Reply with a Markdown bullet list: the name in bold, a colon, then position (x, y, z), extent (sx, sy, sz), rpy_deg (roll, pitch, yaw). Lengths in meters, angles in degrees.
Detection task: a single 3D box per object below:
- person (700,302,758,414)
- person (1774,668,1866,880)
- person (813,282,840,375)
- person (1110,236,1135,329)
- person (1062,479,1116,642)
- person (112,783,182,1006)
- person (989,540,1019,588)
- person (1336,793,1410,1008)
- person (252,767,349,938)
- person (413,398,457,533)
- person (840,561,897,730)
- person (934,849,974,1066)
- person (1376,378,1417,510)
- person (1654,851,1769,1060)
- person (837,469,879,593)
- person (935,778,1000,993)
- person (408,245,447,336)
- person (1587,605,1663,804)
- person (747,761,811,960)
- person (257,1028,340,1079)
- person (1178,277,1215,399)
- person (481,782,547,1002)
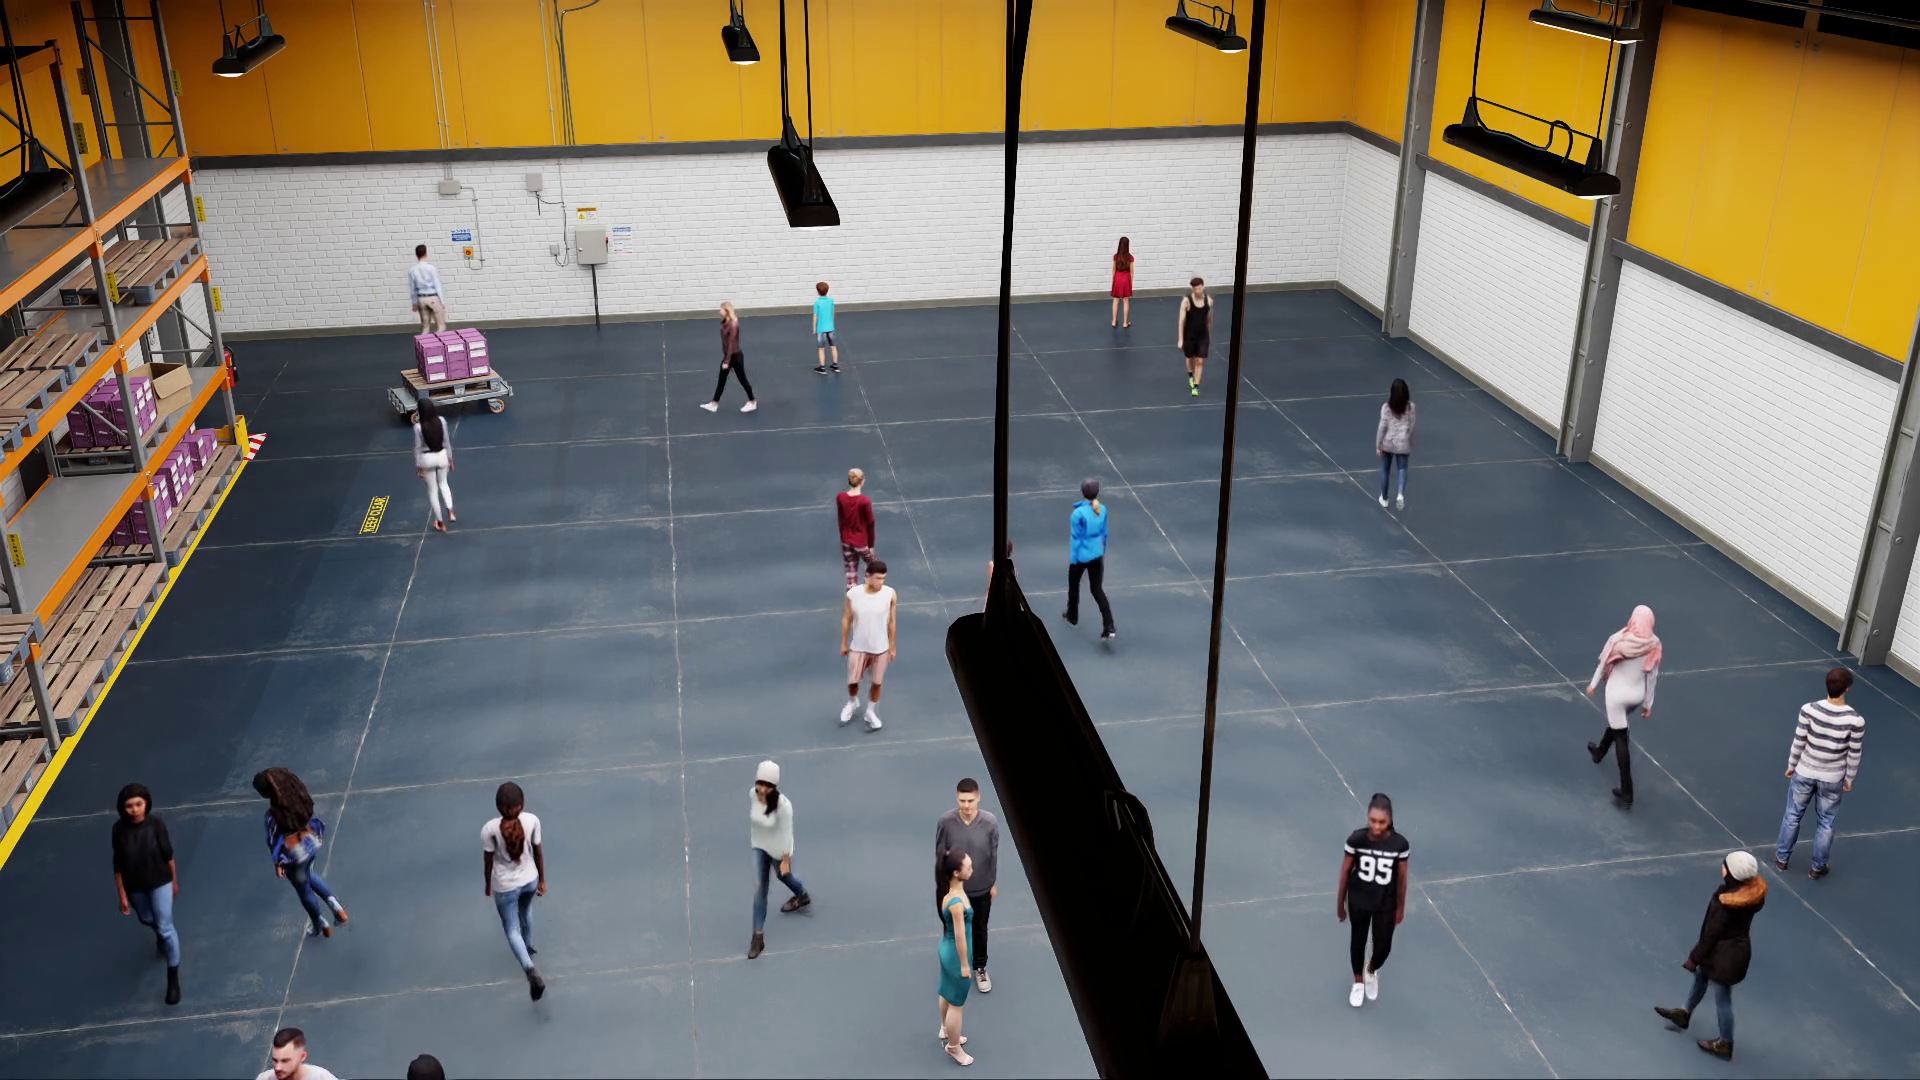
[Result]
- **person**: position (-3.212, -2.630, 24.224), extent (0.917, 1.654, 1.091), rpy_deg (-13, 27, -27)
- **person**: position (7.032, 1.902, 13.611), extent (0.712, 1.850, 0.754), rpy_deg (14, 27, 28)
- **person**: position (-2.113, -3.346, 26.122), extent (0.598, 1.445, 0.607), rpy_deg (-15, 28, -31)
- **person**: position (2.769, -4.424, 28.456), extent (0.631, 1.551, 0.692), rpy_deg (4, 24, 9)
- **person**: position (1.404, 0.247, 17.507), extent (0.843, 1.761, 1.228), rpy_deg (-11, 26, -23)
- **person**: position (-6.035, 2.545, 12.371), extent (0.632, 1.666, 1.133), rpy_deg (-7, 24, -15)
- **person**: position (0.412, 0.622, 17.224), extent (0.729, 1.302, 0.832), rpy_deg (11, 26, 24)
- **person**: position (3.017, 2.605, 12.164), extent (0.748, 1.720, 0.775), rpy_deg (6, 24, 14)
- **person**: position (-5.002, 2.419, 12.731), extent (0.859, 1.607, 0.791), rpy_deg (9, 25, 20)
- **person**: position (-6.337, -0.893, 20.179), extent (0.760, 1.711, 0.812), rpy_deg (-19, 30, -37)
- **person**: position (-0.877, 0.980, 15.828), extent (0.746, 1.764, 0.698), rpy_deg (2, 24, 5)
- **person**: position (-0.031, 2.883, 11.565), extent (0.607, 1.691, 0.405), rpy_deg (-4, 24, -9)
- **person**: position (5.455, -1.162, 20.780), extent (0.768, 1.722, 0.952), rpy_deg (2, 24, 5)
- **person**: position (5.402, 2.916, 11.582), extent (0.939, 1.618, 0.873), rpy_deg (16, 28, 33)
- **person**: position (-1.157, 0.032, 18.085), extent (0.757, 1.693, 0.787), rpy_deg (8, 25, 17)
- **person**: position (0.055, 2.538, 12.267), extent (0.632, 1.761, 0.547), rpy_deg (-2, 24, -5)
- **person**: position (-8.527, -3.797, 26.681), extent (0.815, 1.824, 0.782), rpy_deg (2, 24, 4)
- **person**: position (5.909, 1.476, 14.714), extent (0.736, 1.748, 1.246), rpy_deg (-1, 24, -3)
- **person**: position (-1.418, 2.365, 12.871), extent (1.057, 1.595, 1.173), rpy_deg (16, 28, 32)
- **person**: position (-3.797, 3.581, 9.797), extent (0.802, 1.829, 0.958), rpy_deg (1, 24, 3)
- **person**: position (3.567, -3.081, 25.057), extent (0.882, 1.813, 1.299), rpy_deg (0, 24, -1)
- **person**: position (-3.248, 2.588, 12.237), extent (0.872, 1.693, 1.132), rpy_deg (-15, 28, -31)
